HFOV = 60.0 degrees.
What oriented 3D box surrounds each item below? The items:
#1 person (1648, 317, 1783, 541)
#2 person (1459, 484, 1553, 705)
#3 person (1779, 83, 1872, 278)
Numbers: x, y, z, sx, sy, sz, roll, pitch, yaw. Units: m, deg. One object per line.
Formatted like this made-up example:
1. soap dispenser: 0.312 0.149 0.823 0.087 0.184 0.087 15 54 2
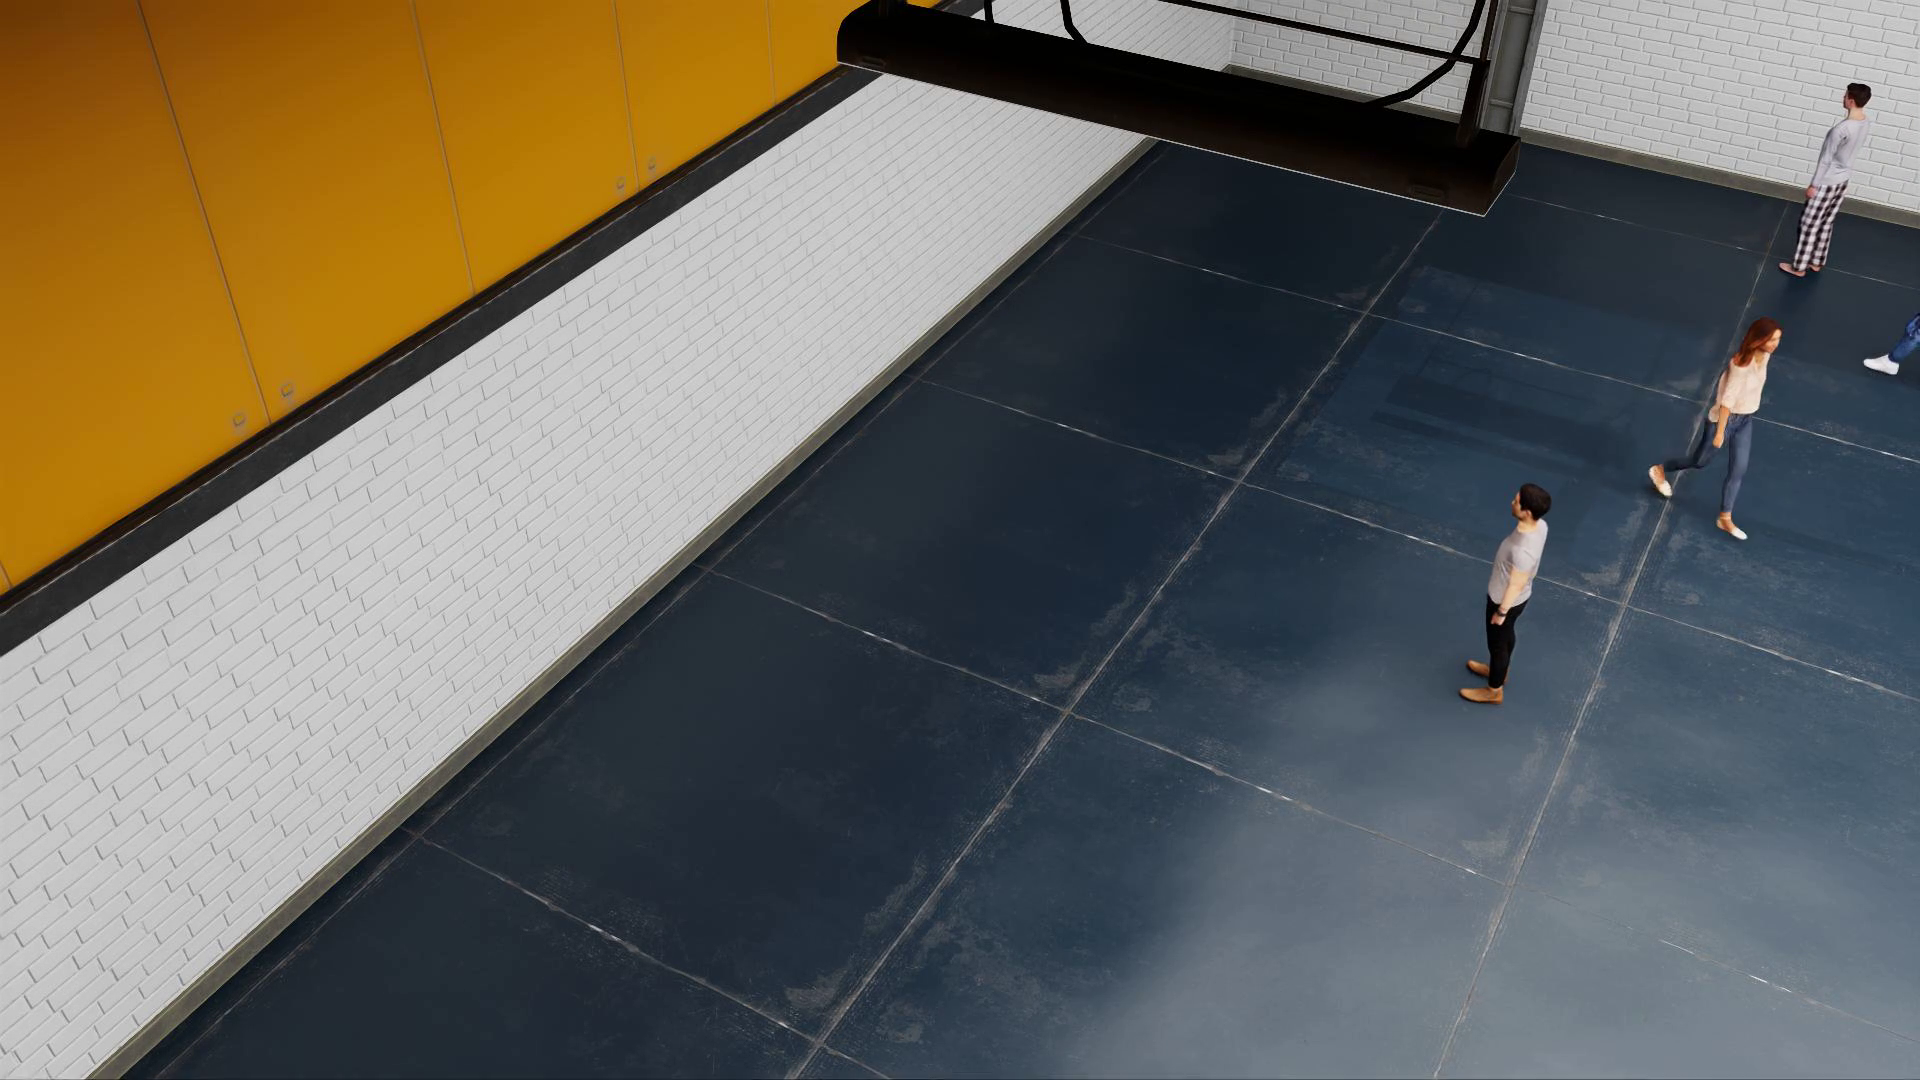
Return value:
1. person: 5.639 -0.909 12.381 0.954 1.752 1.209 -21 43 -24
2. person: 3.584 0.348 10.833 0.534 1.722 0.618 17 42 20
3. person: 8.021 -3.302 15.306 0.690 1.844 0.682 -24 44 -27
